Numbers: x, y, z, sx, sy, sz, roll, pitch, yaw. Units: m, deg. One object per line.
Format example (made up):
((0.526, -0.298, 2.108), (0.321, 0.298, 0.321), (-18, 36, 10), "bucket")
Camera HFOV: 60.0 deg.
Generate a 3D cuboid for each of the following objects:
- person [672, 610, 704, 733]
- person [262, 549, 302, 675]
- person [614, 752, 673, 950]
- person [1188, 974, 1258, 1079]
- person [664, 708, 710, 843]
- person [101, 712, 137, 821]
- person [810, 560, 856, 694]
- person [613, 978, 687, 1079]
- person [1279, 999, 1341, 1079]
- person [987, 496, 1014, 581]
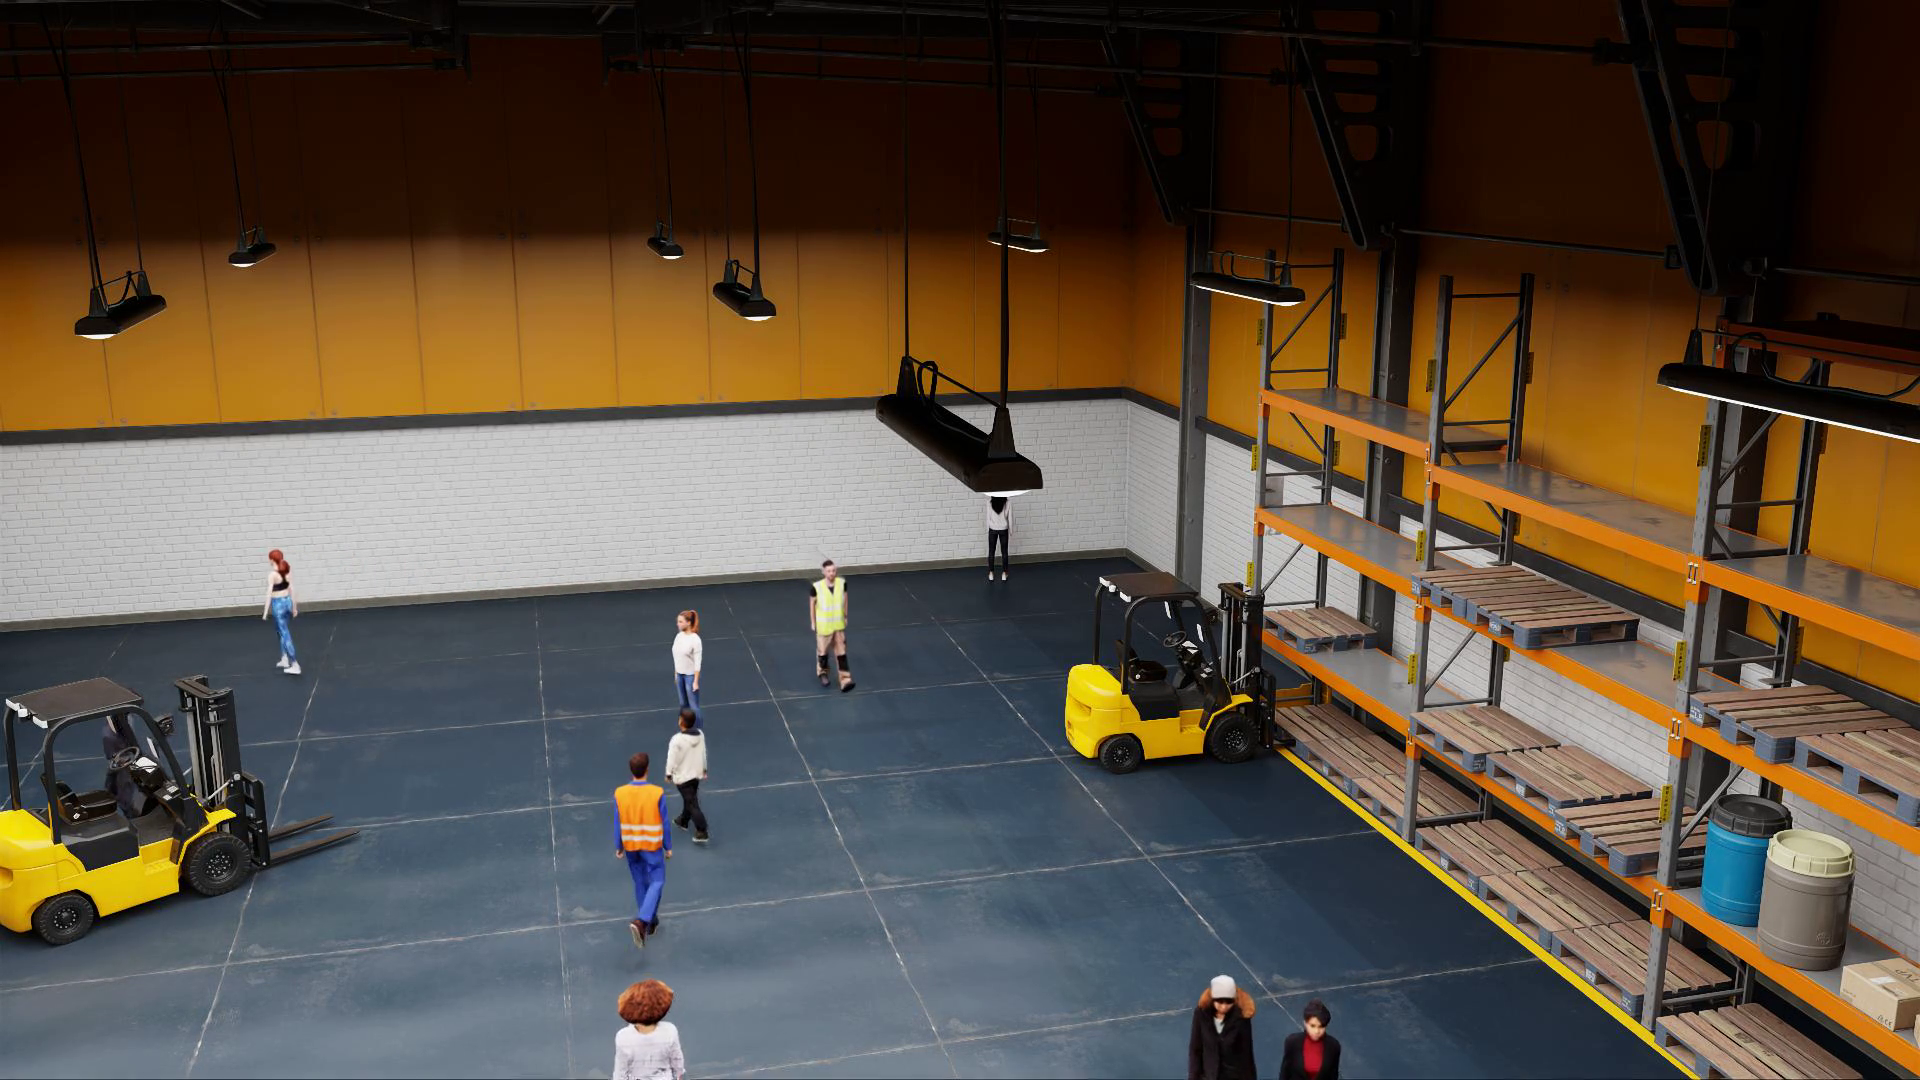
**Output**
((-3.335, 1.694, 20.457), (0.749, 1.719, 0.631), (-13, 19, -43), "person")
((-9.358, 1.020, 23.138), (0.850, 1.768, 0.818), (4, 14, 17), "person")
((-2.927, 2.874, 15.313), (0.937, 1.847, 1.143), (1, 14, 6), "person")
((1.900, 3.811, 11.984), (0.982, 1.593, 1.092), (5, 15, 20), "person")
((-2.845, 2.525, 17.649), (1.051, 1.427, 0.913), (12, 18, 40), "person")
((-8.782, 2.370, 17.576), (0.866, 1.762, 0.916), (9, 17, 34), "person")
((-1.783, 1.147, 22.550), (0.792, 1.798, 1.131), (-5, 15, -21), "person")
((-2.131, 3.898, 11.463), (0.670, 1.670, 1.102), (-3, 14, -14), "person")
((2.388, 3.929, 11.504), (0.891, 1.590, 1.108), (3, 14, 14), "person")
((0.653, -0.168, 28.187), (0.666, 1.701, 0.641), (1, 14, 2), "person")
